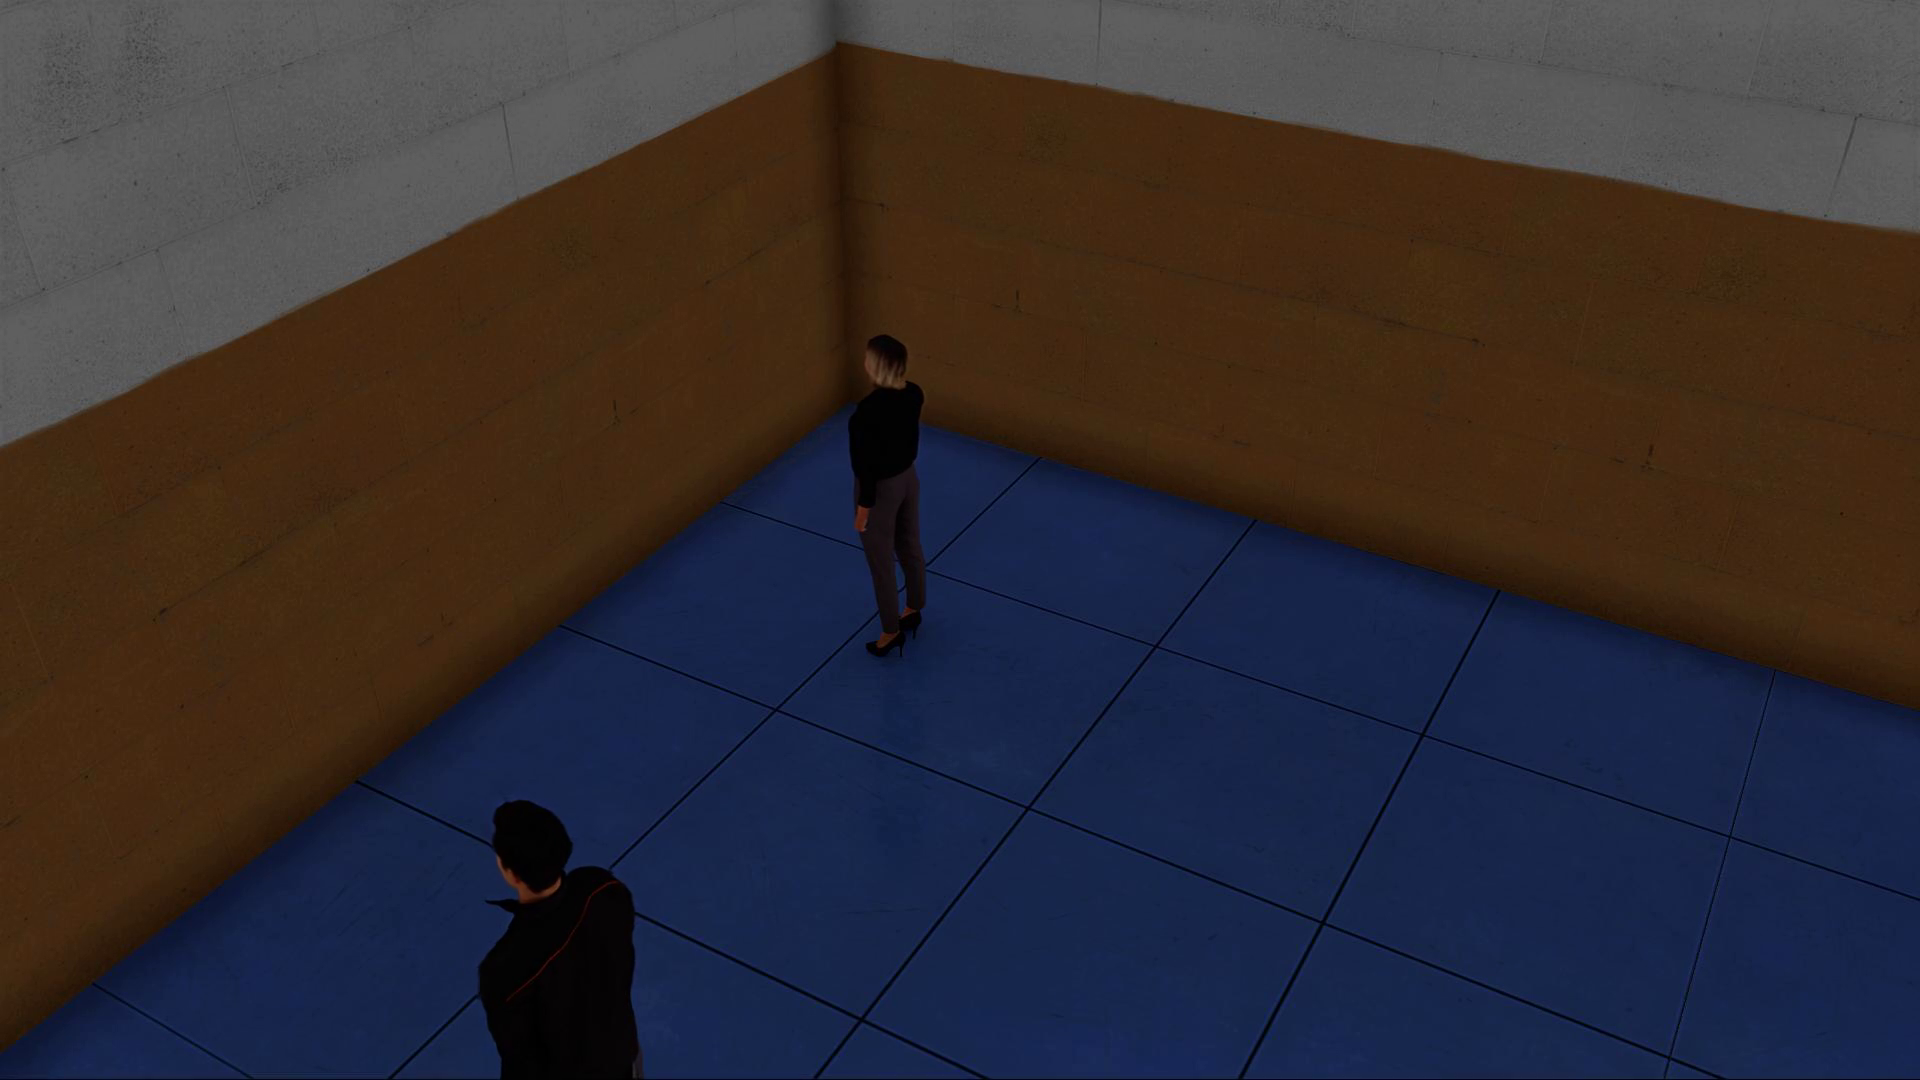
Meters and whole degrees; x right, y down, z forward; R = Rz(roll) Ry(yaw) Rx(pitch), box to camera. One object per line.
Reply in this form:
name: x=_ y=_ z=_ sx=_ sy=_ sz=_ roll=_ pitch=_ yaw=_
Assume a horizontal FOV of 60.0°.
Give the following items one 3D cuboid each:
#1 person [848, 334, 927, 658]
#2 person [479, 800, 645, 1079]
person: x=-0.325 y=-0.188 z=7.731 sx=0.669 sy=1.671 sz=0.482 roll=20 pitch=39 yaw=28
person: x=-1.122 y=1.524 z=4.908 sx=0.749 sy=1.945 sz=0.509 roll=17 pitch=37 yaw=24
